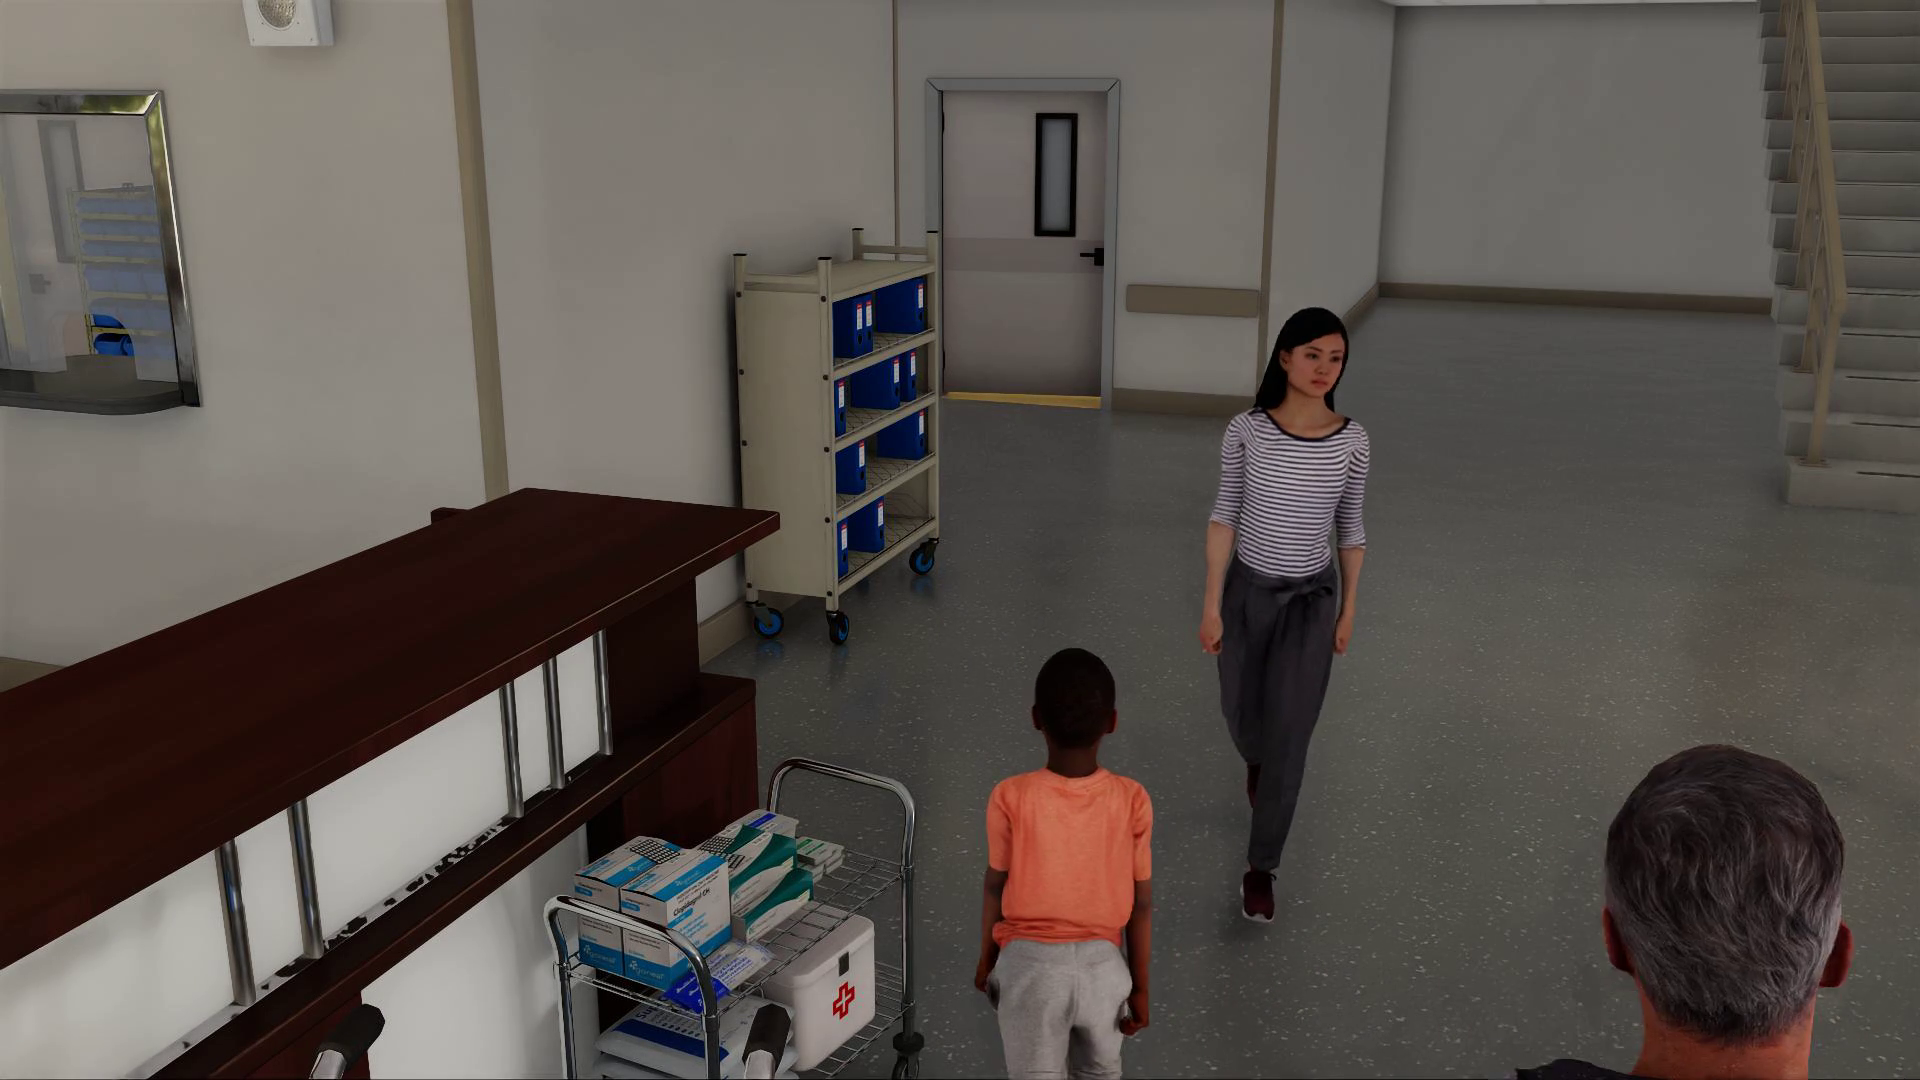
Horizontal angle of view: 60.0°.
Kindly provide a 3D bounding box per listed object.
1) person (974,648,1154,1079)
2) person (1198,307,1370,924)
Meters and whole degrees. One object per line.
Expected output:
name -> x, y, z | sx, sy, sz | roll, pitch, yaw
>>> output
person -> 0.206, 0.862, 3.184 | 0.563, 1.298, 0.606 | -1, 16, -5
person -> 0.923, 0.182, 4.856 | 0.739, 1.700, 1.161 | 3, 16, 12
